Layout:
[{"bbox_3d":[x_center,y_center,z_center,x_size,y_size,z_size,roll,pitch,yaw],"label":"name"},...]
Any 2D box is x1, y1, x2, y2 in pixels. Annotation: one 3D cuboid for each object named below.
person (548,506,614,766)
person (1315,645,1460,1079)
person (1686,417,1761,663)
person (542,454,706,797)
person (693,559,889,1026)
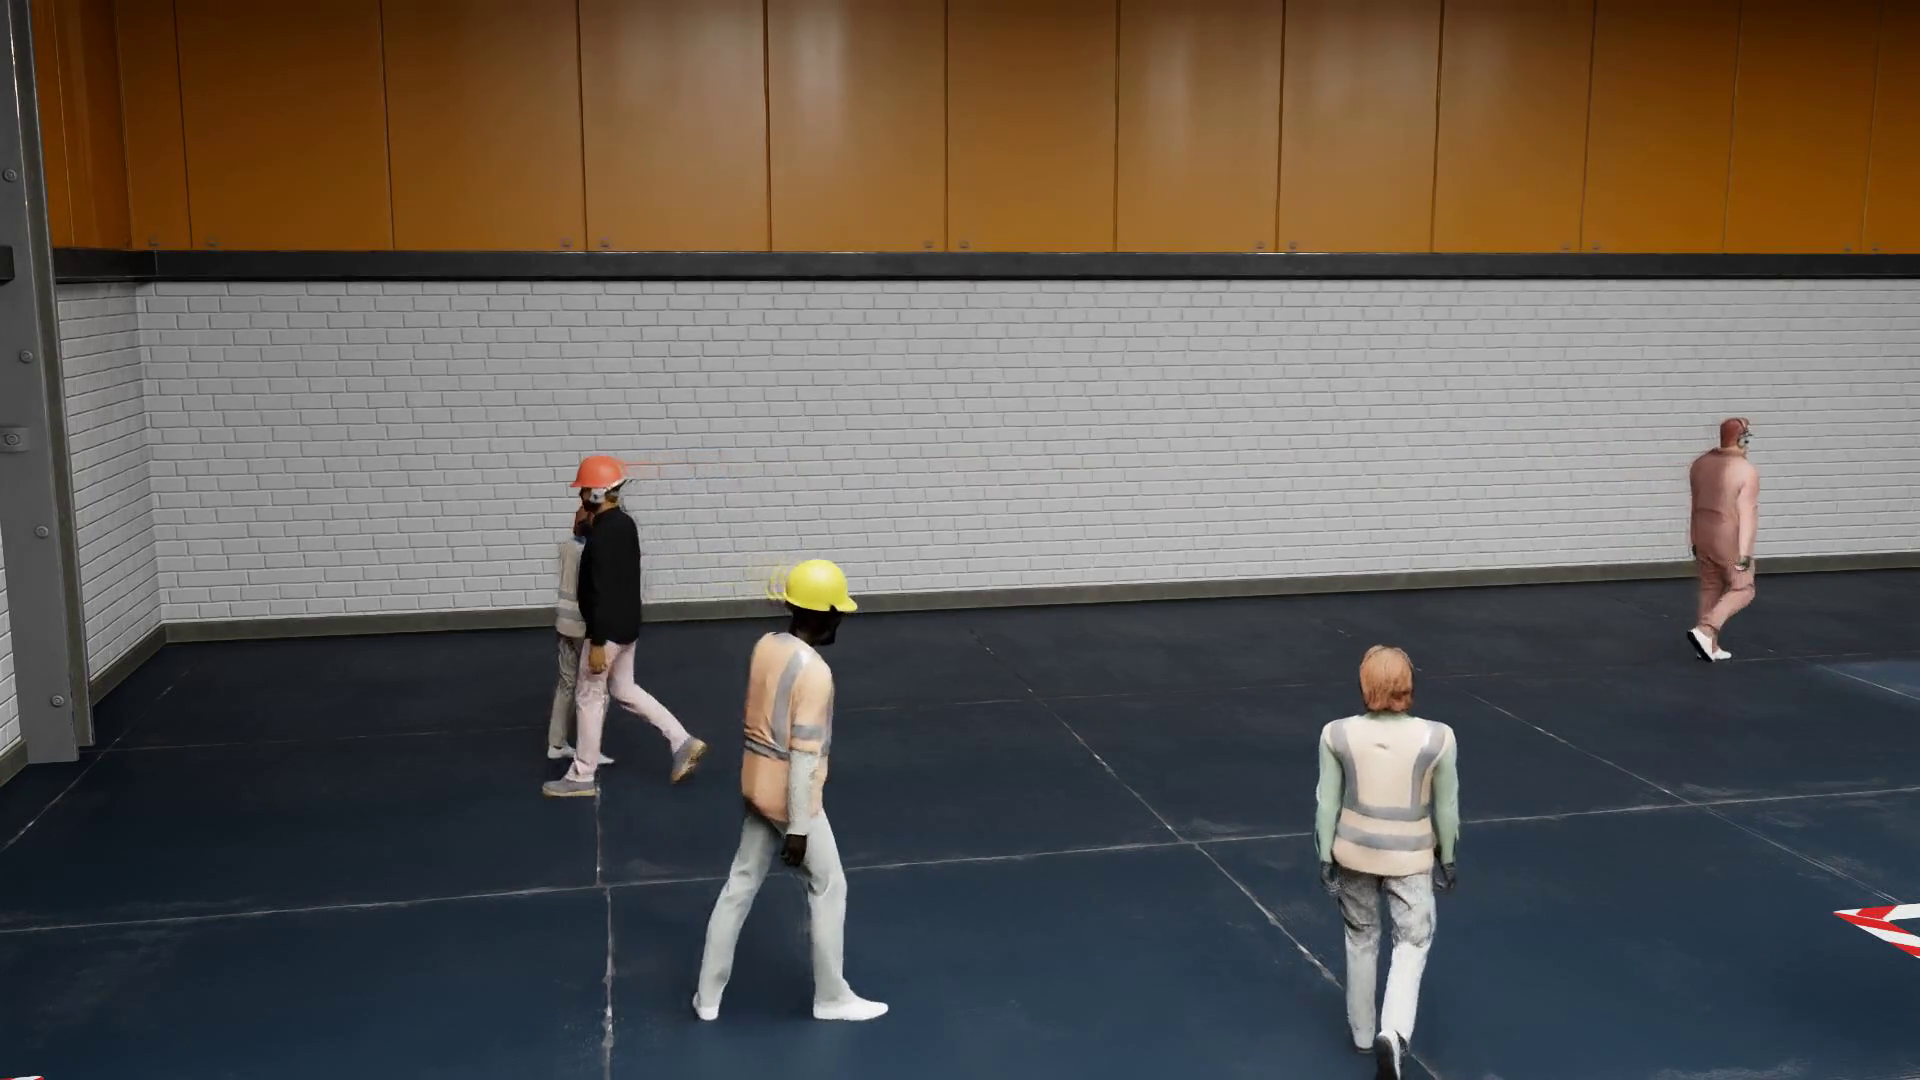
[{"bbox_3d":[-2.295,0.565,10.035,0.414,1.613,0.560,-7,11,-35],"label":"person"},{"bbox_3d":[1.562,1.199,6.145,0.521,1.617,0.646,4,10,22],"label":"person"},{"bbox_3d":[5.730,0.017,12.547,0.517,1.892,0.651,-4,10,-21],"label":"person"},{"bbox_3d":[-1.932,0.490,9.415,0.863,1.970,0.640,1,9,5],"label":"person"},{"bbox_3d":[-0.736,1.006,6.592,0.699,1.878,0.648,-6,11,-33],"label":"person"}]
